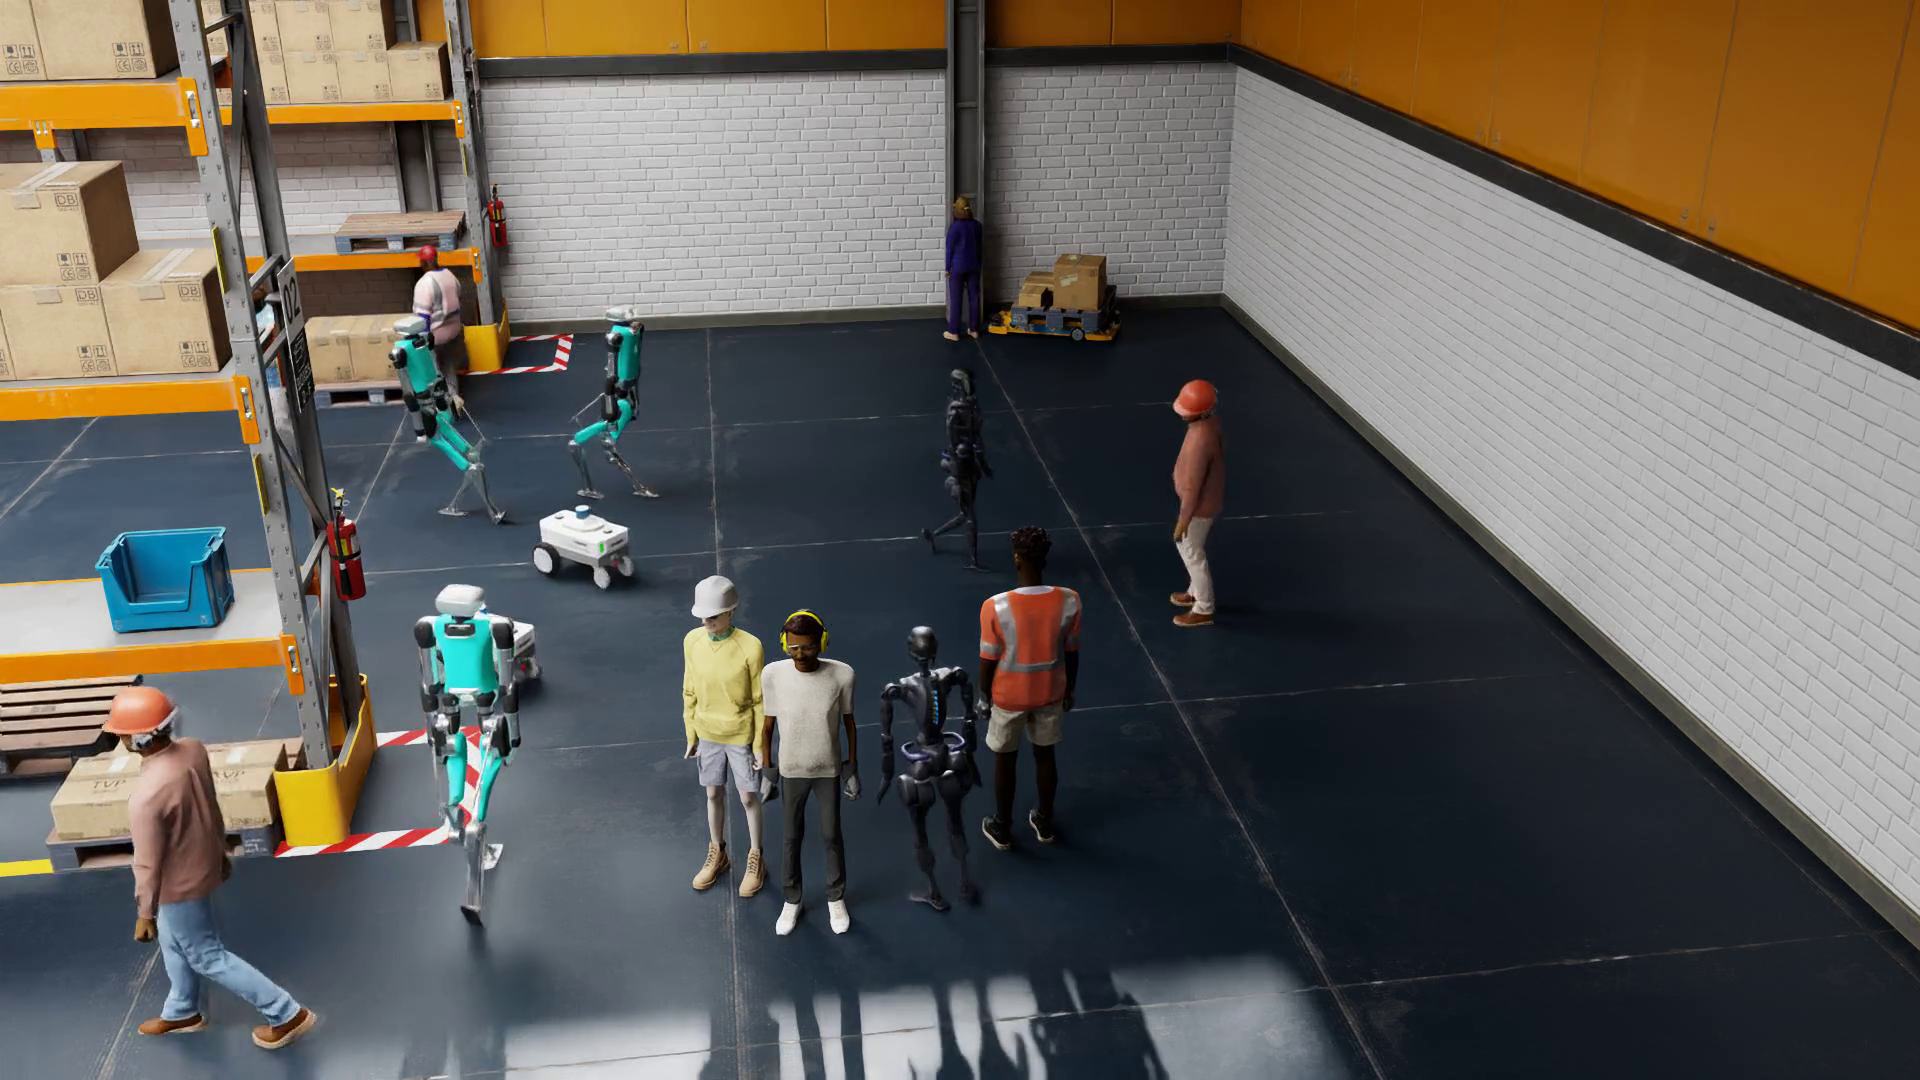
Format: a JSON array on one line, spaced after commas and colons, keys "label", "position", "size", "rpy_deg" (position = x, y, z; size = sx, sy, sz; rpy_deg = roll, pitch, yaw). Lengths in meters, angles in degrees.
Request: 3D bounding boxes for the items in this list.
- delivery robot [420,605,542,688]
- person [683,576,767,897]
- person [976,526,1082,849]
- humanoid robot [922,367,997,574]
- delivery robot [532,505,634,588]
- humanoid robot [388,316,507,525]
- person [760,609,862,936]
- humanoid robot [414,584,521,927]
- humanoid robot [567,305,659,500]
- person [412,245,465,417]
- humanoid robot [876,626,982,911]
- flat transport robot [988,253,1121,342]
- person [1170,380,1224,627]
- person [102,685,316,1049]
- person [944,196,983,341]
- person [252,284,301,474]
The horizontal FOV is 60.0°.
[{"label": "delivery robot", "position": [-3.267, 0.721, 11.385], "size": [0.767, 0.583, 0.499], "rpy_deg": [9, 25, 20]}, {"label": "person", "position": [-1.262, 1.047, 8.997], "size": [0.485, 1.890, 0.379], "rpy_deg": [6, 24, 14]}, {"label": "person", "position": [0.384, 0.844, 9.387], "size": [0.609, 1.953, 0.387], "rpy_deg": [-8, 25, -17]}, {"label": "humanoid robot", "position": [-0.022, -0.563, 12.955], "size": [0.665, 1.641, 0.600], "rpy_deg": [10, 26, 22]}, {"label": "delivery robot", "position": [-2.942, 0.025, 12.999], "size": [0.808, 0.607, 0.499], "rpy_deg": [15, 28, 30]}, {"label": "humanoid robot", "position": [-4.164, -0.936, 13.808], "size": [0.901, 1.840, 0.552], "rpy_deg": [6, 24, 13]}, {"label": "person", "position": [-0.777, 1.212, 8.644], "size": [0.527, 1.870, 0.318], "rpy_deg": [-1, 24, -2]}, {"label": "humanoid robot", "position": [-2.666, 1.202, 8.867], "size": [0.540, 1.768, 0.966], "rpy_deg": [0, 24, 0]}, {"label": "humanoid robot", "position": [-3.080, -1.156, 14.254], "size": [0.911, 1.772, 0.554], "rpy_deg": [6, 24, 14]}, {"label": "person", "position": [-5.060, -1.997, 16.116], "size": [0.443, 1.735, 0.637], "rpy_deg": [8, 25, 18]}, {"label": "humanoid robot", "position": [-0.146, 1.229, 8.856], "size": [0.591, 1.647, 0.382], "rpy_deg": [-10, 26, -22]}, {"label": "flat transport robot", "position": [1.094, -2.500, 19.091], "size": [1.431, 0.231, 0.659], "rpy_deg": [6, 24, 13]}, {"label": "person", "position": [1.690, -0.256, 11.900], "size": [0.406, 1.940, 0.686], "rpy_deg": [5, 24, 10]}, {"label": "person", "position": [-3.560, 1.560, 7.758], "size": [0.902, 1.968, 0.615], "rpy_deg": [-2, 24, -5]}, {"label": "person", "position": [0.031, -3.054, 18.678], "size": [0.460, 1.617, 0.361], "rpy_deg": [-12, 26, -26]}, {"label": "person", "position": [-6.097, -1.426, 14.728], "size": [0.462, 1.828, 0.796], "rpy_deg": [-18, 29, -35]}]
